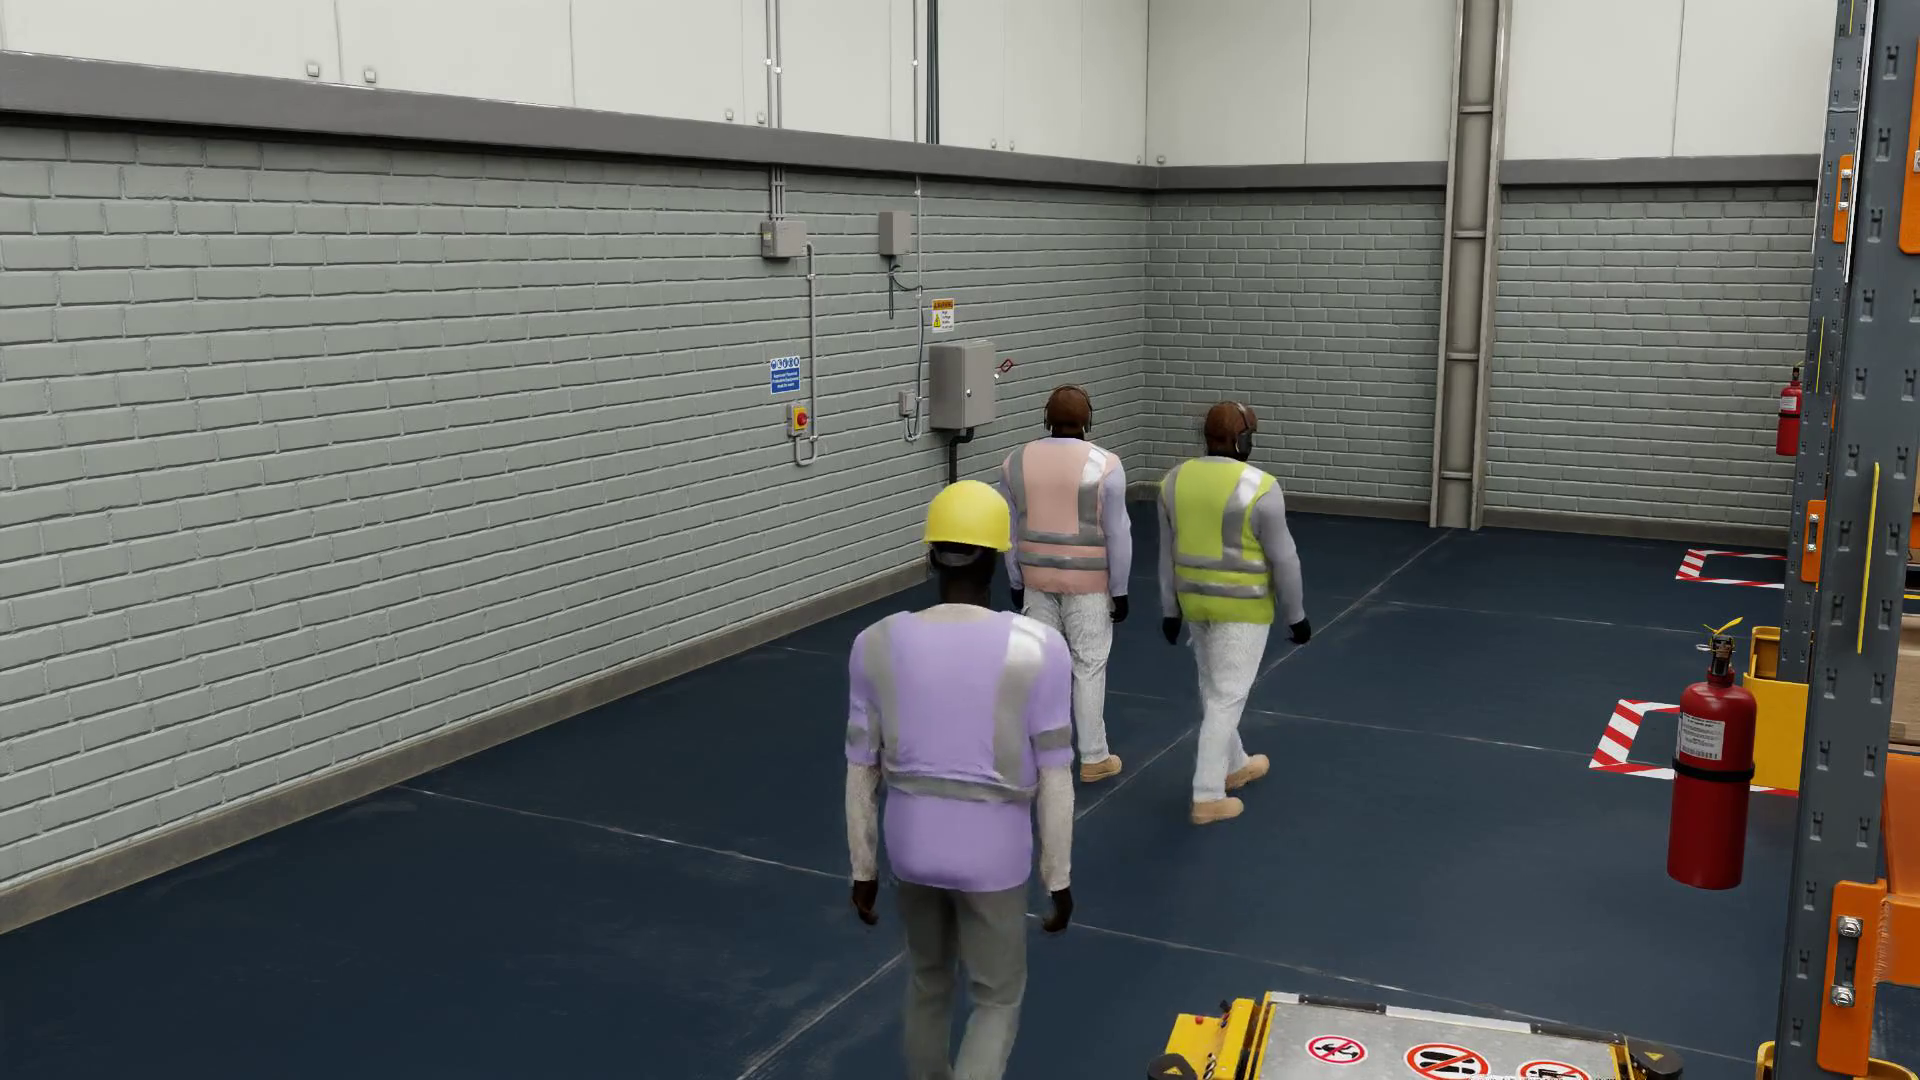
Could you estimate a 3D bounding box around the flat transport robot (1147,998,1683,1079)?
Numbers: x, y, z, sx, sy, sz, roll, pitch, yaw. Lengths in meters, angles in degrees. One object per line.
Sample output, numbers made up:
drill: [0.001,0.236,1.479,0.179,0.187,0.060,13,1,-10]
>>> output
flat transport robot: [1.273,1.544,4.654,1.431,0.197,0.652,3,11,16]

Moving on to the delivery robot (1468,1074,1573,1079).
delivery robot: [1.376,1.504,3.842,0.477,0.478,0.707,1,10,7]

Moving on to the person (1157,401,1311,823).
person: [1.215,0.299,7.274,0.648,1.830,0.632,-9,13,-39]

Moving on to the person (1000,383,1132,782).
person: [0.506,0.200,7.696,0.632,1.844,0.429,5,12,27]

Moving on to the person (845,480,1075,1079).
person: [-0.031,0.815,4.186,0.612,1.904,0.725,3,11,18]
